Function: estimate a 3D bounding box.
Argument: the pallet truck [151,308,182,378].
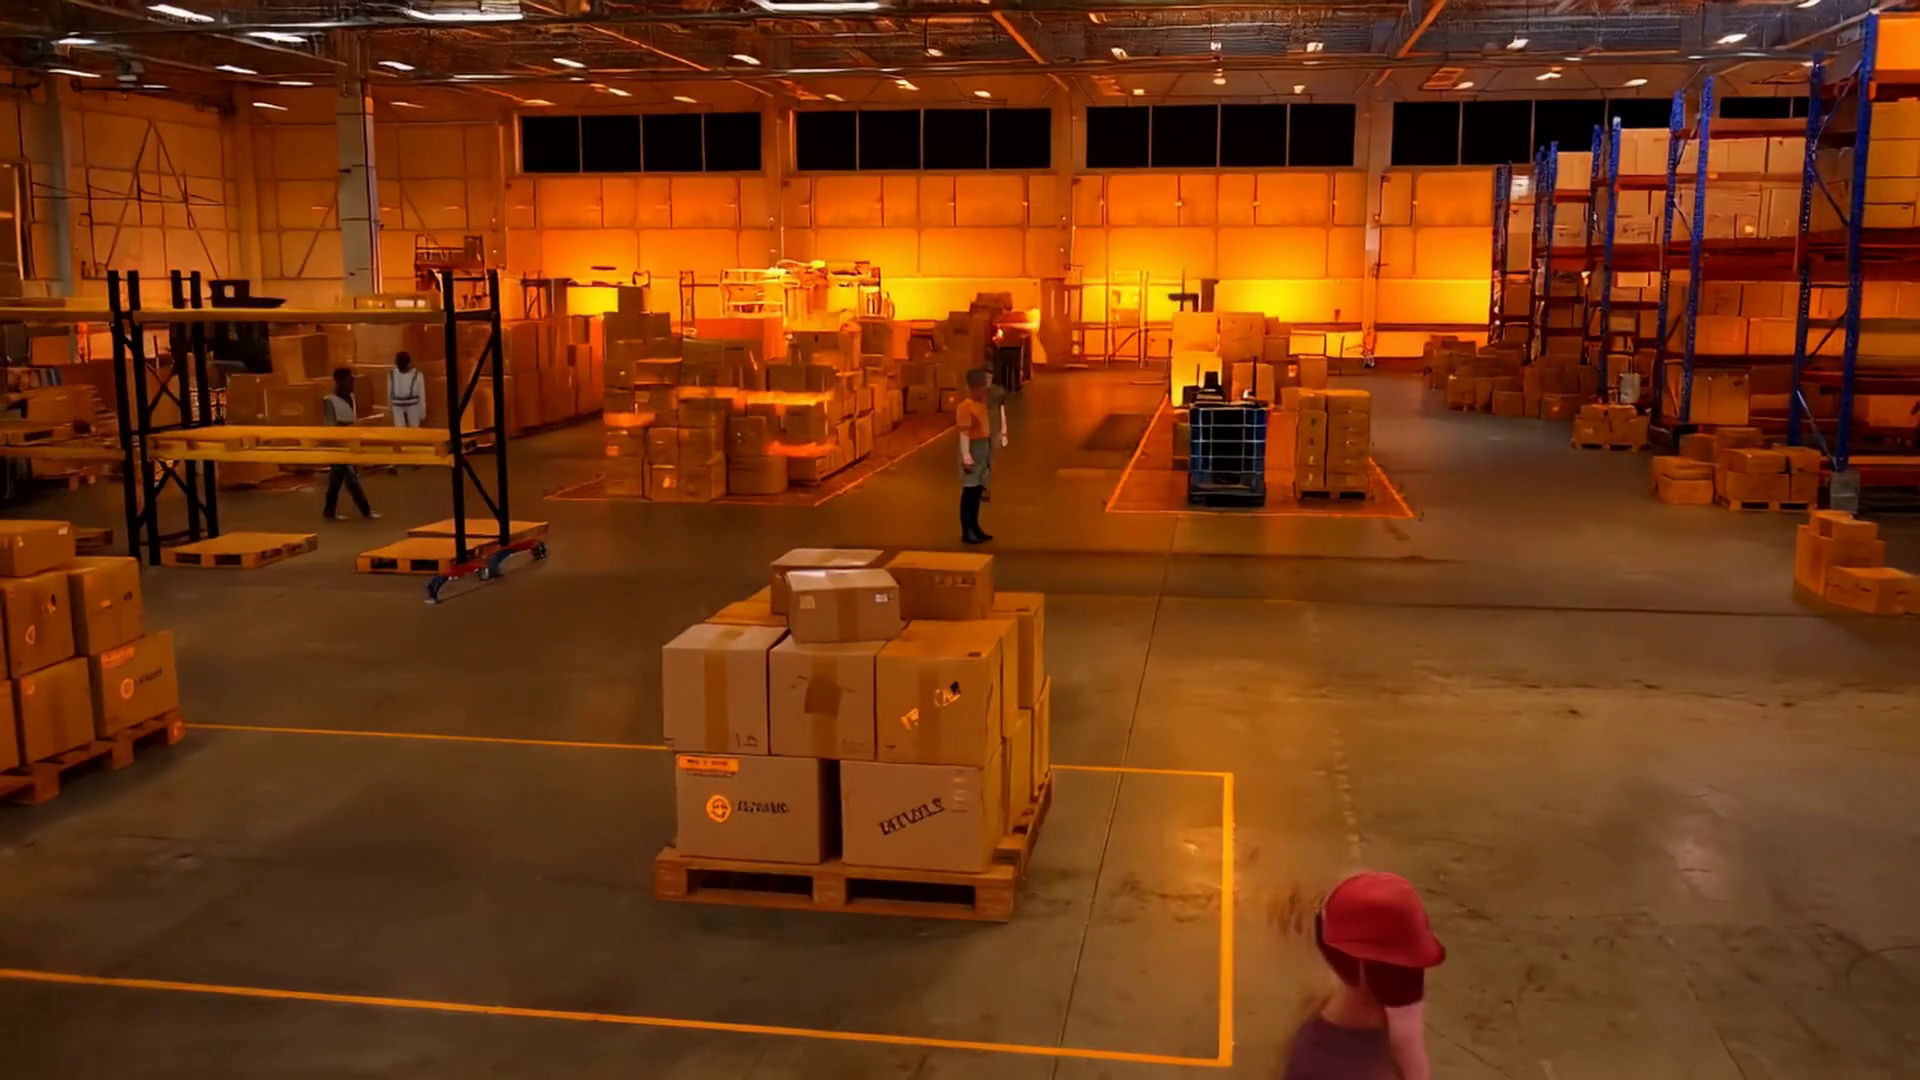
[{"bbox_3d":[-21.869,-5.598,47.154,0.823,1.965,1.885,4,10,26],"label":"pallet truck"}]

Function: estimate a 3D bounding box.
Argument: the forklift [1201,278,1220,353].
[{"bbox_3d":[6.438,-5.391,43.162,1.873,2.768,1.129,1,9,9],"label":"forklift"}]

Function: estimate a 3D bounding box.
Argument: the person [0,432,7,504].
[{"bbox_3d":[-9.593,-0.505,16.209,0.513,1.845,0.336,-5,11,-30],"label":"person"}]

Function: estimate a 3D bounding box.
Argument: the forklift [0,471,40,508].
[{"bbox_3d":[-12.556,-1.744,20.673,1.129,2.768,1.873,-1,9,-5],"label":"forklift"}]

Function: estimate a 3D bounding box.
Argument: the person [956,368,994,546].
[{"bbox_3d":[0.171,-0.921,18.409,0.367,1.966,0.607,4,10,21],"label":"person"}]

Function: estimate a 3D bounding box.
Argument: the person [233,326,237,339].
[{"bbox_3d":[-19.937,-5.251,46.138,0.517,1.634,0.311,4,10,25],"label":"person"}]

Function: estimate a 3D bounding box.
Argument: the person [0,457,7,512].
[{"bbox_3d":[-12.216,-1.291,20.838,0.516,1.921,0.647,-6,11,-33],"label":"person"}]

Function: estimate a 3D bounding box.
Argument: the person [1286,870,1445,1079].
[{"bbox_3d":[0.876,1.569,3.688,0.413,1.757,0.545,8,12,42],"label":"person"}]

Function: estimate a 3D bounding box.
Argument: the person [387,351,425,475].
[{"bbox_3d":[-8.281,-1.899,24.862,0.587,1.824,1.006,0,9,0],"label":"person"}]

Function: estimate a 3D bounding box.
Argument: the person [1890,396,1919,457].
[{"bbox_3d":[15.021,-2.067,25.788,1.020,1.864,0.601,1,9,9],"label":"person"}]

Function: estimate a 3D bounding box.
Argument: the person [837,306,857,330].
[{"bbox_3d":[-3.481,-6.249,51.349,0.640,1.936,0.359,-3,10,-18],"label":"person"}]

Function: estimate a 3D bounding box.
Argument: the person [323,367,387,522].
[{"bbox_3d":[-7.337,-1.146,20.098,0.960,1.873,0.599,1,9,5],"label":"person"}]

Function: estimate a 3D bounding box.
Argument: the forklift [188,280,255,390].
[{"bbox_3d":[-15.708,-4.216,35.914,1.129,2.768,1.873,5,10,28],"label":"forklift"}]

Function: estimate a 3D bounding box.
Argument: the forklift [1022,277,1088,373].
[{"bbox_3d":[2.722,-6.392,49.336,1.873,2.768,1.129,6,11,34],"label":"forklift"}]

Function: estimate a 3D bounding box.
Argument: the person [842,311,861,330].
[{"bbox_3d":[-2.965,-5.235,45.153,0.542,1.928,0.399,-6,11,-33],"label":"person"}]

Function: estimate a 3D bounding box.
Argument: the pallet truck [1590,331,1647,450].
[{"bbox_3d":[11.253,-2.573,28.499,0.823,1.965,1.885,5,10,27],"label":"pallet truck"}]

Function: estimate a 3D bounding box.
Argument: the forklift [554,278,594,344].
[{"bbox_3d":[-10.783,-5.716,45.168,1.873,2.768,1.129,-3,10,-17],"label":"forklift"}]

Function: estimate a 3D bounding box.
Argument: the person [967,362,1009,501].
[{"bbox_3d":[0.311,-1.416,21.817,0.641,1.843,0.456,1,9,7],"label":"person"}]
